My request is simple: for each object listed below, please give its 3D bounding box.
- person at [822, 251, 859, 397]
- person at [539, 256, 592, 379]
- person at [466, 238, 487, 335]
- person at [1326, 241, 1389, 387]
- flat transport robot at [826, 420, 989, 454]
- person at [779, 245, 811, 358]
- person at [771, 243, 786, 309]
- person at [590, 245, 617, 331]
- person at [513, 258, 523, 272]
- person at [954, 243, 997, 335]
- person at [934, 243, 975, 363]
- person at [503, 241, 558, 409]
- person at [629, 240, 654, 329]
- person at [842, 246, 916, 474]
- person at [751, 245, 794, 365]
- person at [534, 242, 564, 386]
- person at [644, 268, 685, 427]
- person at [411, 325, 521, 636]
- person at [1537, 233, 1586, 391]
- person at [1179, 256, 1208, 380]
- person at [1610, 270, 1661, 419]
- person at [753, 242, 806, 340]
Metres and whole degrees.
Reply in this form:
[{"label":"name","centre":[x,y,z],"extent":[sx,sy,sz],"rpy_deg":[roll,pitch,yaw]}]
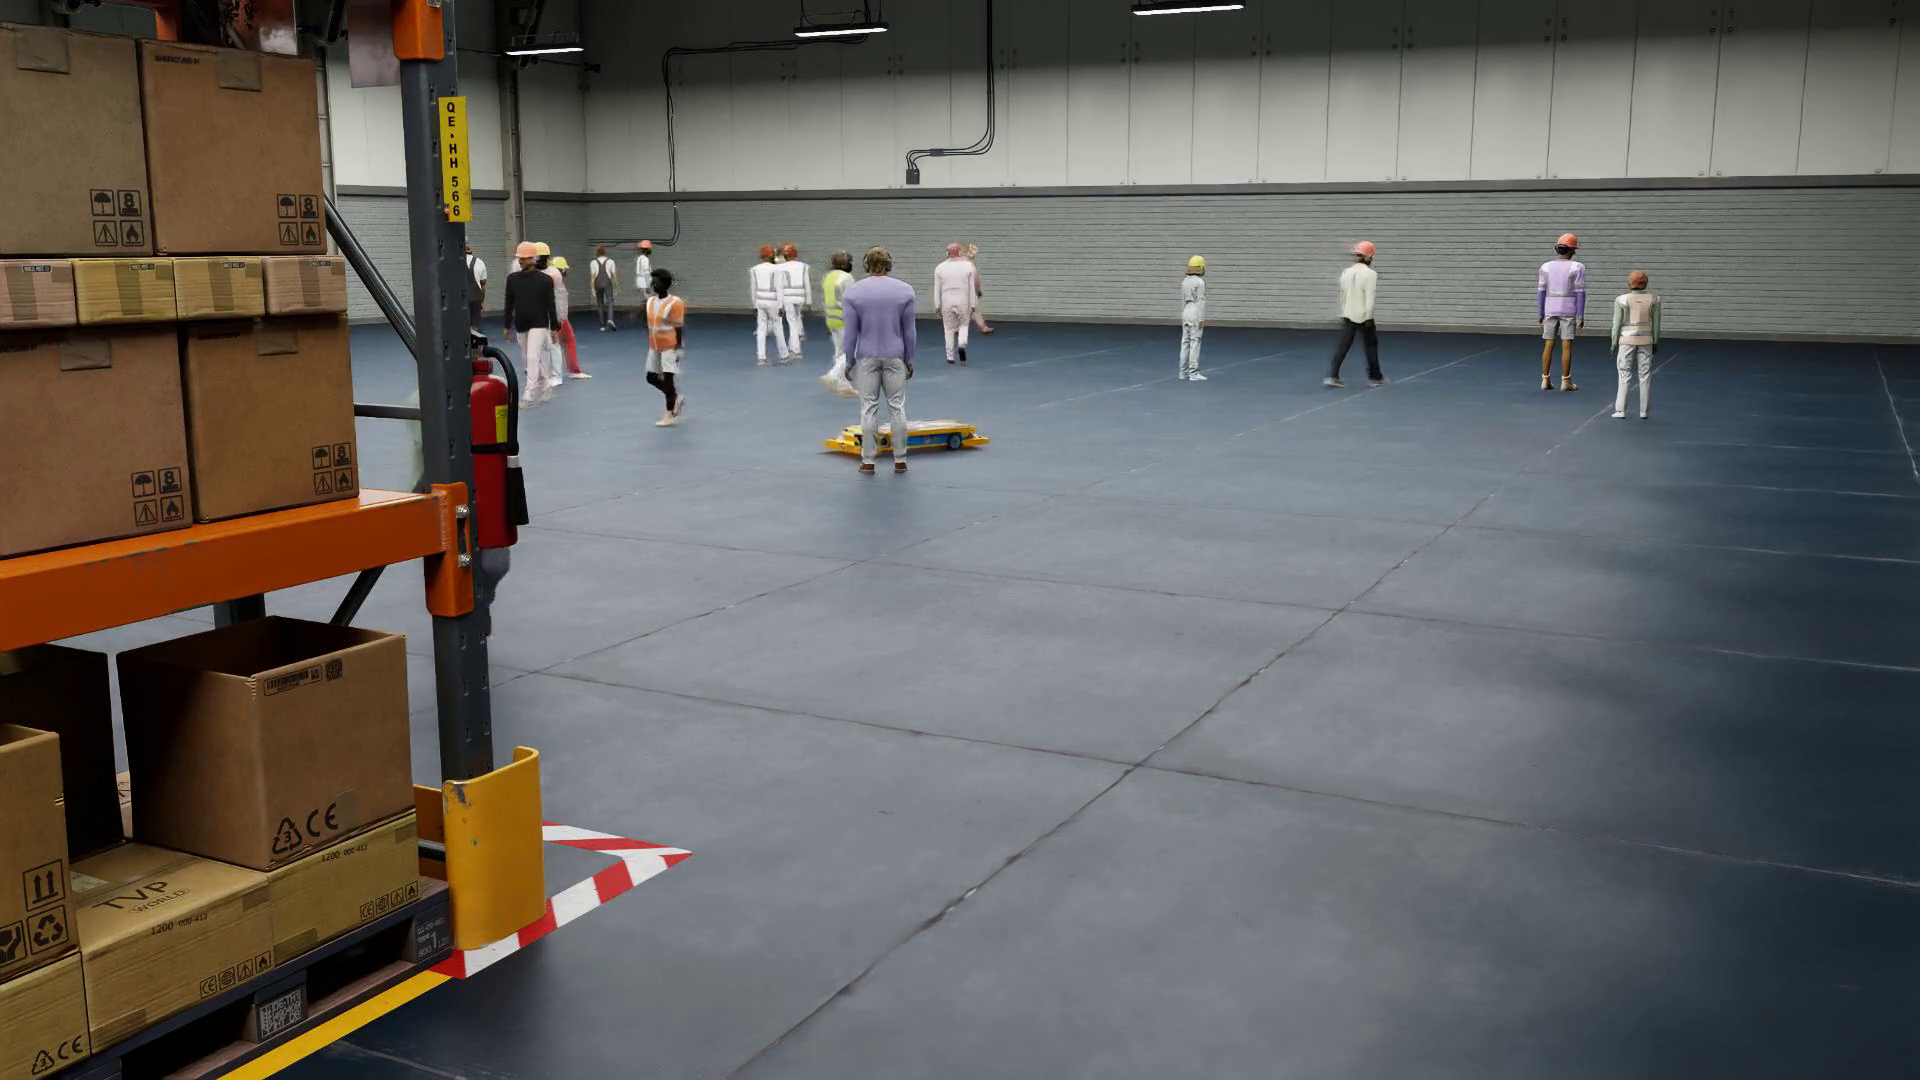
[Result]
[{"label":"person","centre":[-1.477,-2.680,20.721],"extent":[0.505,1.831,0.645],"rpy_deg":[-6,12,-31]},{"label":"person","centre":[-5.676,-3.108,23.335],"extent":[0.859,1.729,0.531],"rpy_deg":[-6,12,-28]},{"label":"person","centre":[-7.667,-3.686,25.642],"extent":[0.689,2.000,0.538],"rpy_deg":[-10,14,-44]},{"label":"person","centre":[5.300,-2.993,22.142],"extent":[1.016,1.947,0.633],"rpy_deg":[-6,12,-30]},{"label":"flat transport robot","centre":[-0.489,-0.982,15.730],"extent":[1.431,0.197,0.652],"rpy_deg":[-7,13,-34]},{"label":"person","centre":[-2.846,-3.950,27.583],"extent":[0.612,1.852,0.854],"rpy_deg":[-7,13,-34]},{"label":"person","centre":[-4.366,-6.395,40.981],"extent":[0.624,1.838,0.430],"rpy_deg":[-4,11,-21]},{"label":"person","centre":[-7.527,-5.311,35.108],"extent":[0.528,1.825,0.664],"rpy_deg":[-1,10,-8]},{"label":"person","centre":[-8.181,-4.652,31.500],"extent":[0.519,1.822,0.650],"rpy_deg":[-6,12,-31]},{"label":"person","centre":[0.305,-5.053,33.573],"extent":[0.967,1.856,0.681],"rpy_deg":[2,11,12]},{"label":"person","centre":[-0.088,-3.738,26.320],"extent":[0.664,1.890,0.426],"rpy_deg":[0,10,1]},{"label":"person","centre":[-5.070,-2.558,19.738],"extent":[0.624,1.963,0.974],"rpy_deg":[3,11,16]},{"label":"person","centre":[-6.831,-5.502,35.869],"extent":[0.533,1.922,0.560],"rpy_deg":[-3,11,-18]},{"label":"person","centre":[-0.683,-1.517,14.115],"extent":[0.627,1.933,0.376],"rpy_deg":[-2,11,-9]},{"label":"person","centre":[-2.961,-3.681,26.104],"extent":[0.607,1.855,0.796],"rpy_deg":[5,11,24]},{"label":"person","centre":[-5.571,-3.025,22.401],"extent":[0.618,1.936,0.428],"rpy_deg":[8,13,35]},{"label":"person","centre":[-3.102,-2.045,17.678],"extent":[0.537,1.687,0.470],"rpy_deg":[7,13,35]},{"label":"person","centre":[-2.341,-0.214,7.875],"extent":[0.505,1.623,0.497],"rpy_deg":[-6,12,-29]},{"label":"person","centre":[7.863,-2.969,21.725],"extent":[0.615,2.041,0.384],"rpy_deg":[9,14,41]},{"label":"person","centre":[3.295,-3.109,23.330],"extent":[0.312,1.736,0.498],"rpy_deg":[-5,12,-26]},{"label":"person","centre":[7.444,-2.146,18.341],"extent":[0.514,1.639,0.310],"rpy_deg":[1,10,7]},{"label":"person","centre":[-3.456,-4.775,32.003],"extent":[1.033,1.884,0.633],"rpy_deg":[1,10,7]}]
